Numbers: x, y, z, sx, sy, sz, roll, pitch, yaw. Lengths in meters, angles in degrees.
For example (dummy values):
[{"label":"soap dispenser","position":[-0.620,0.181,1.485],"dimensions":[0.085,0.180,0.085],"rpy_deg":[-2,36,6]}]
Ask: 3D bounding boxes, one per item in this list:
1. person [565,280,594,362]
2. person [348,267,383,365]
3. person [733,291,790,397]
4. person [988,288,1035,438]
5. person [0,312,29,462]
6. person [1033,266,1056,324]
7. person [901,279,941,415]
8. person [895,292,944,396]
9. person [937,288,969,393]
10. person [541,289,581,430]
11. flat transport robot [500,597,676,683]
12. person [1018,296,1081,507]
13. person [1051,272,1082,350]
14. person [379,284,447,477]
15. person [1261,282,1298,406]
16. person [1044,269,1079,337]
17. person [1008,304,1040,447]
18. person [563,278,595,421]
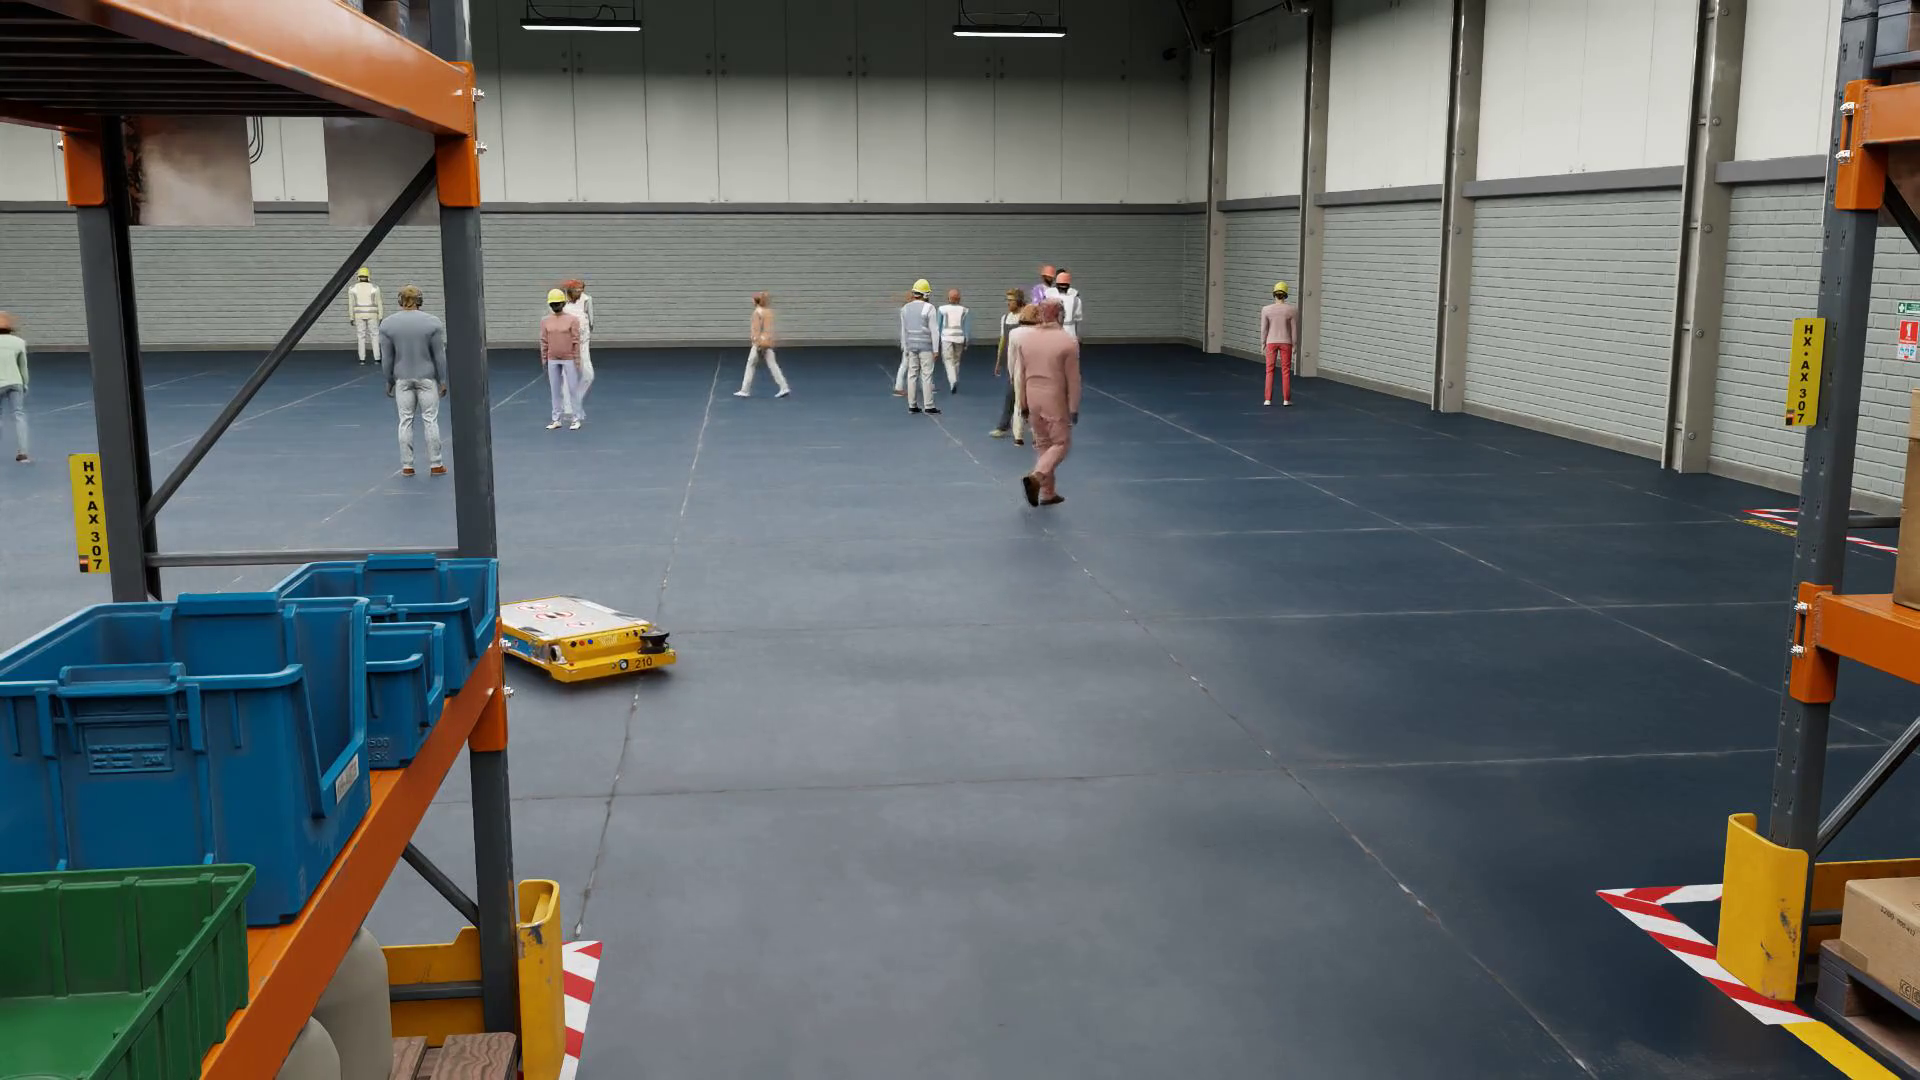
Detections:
[{"label":"person","position":[-6.924,-3.916,30.271],"dimensions":[0.509,1.629,0.315],"rpy_deg":[-1,10,-7]},{"label":"person","position":[-11.206,-4.222,31.398],"dimensions":[0.601,1.827,0.404],"rpy_deg":[-3,11,-15]},{"label":"person","position":[-2.962,-2.928,24.941],"dimensions":[0.871,1.599,0.527],"rpy_deg":[3,11,17]},{"label":"person","position":[0.711,-2.160,20.185],"dimensions":[0.960,1.806,0.524],"rpy_deg":[-9,13,-40]},{"label":"person","position":[-10.308,-1.643,17.872],"dimensions":[0.759,1.602,0.537],"rpy_deg":[7,13,35]},{"label":"person","position":[1.554,-3.980,29.961],"dimensions":[0.551,1.878,1.028],"rpy_deg":[-4,11,-21]},{"label":"person","position":[-0.513,-2.610,22.550],"dimensions":[0.590,1.833,0.404],"rpy_deg":[7,13,34]},{"label":"person","position":[-0.627,-2.971,25.158],"dimensions":[0.797,1.597,0.515],"rpy_deg":[1,10,5]},{"label":"person","position":[-0.103,-3.082,25.746],"dimensions":[0.517,1.612,0.732],"rpy_deg":[-3,11,-15]},{"label":"person","position":[-4.996,-2.253,20.802],"dimensions":[0.524,1.761,0.336],"rpy_deg":[1,10,8]},{"label":"flat transport robot","position":[-2.285,0.538,9.576],"dimensions":[0.652,0.197,1.431],"rpy_deg":[-9,13,-39]},{"label":"person","position":[0.763,-1.205,14.728],"dimensions":[0.652,1.887,0.709],"rpy_deg":[9,13,40]},{"label":"person","position":[1.538,-3.001,24.545],"dimensions":[0.560,1.896,0.984],"rpy_deg":[-1,10,-7]},{"label":"person","position":[-5.460,-1.589,16.680],"dimensions":[0.627,1.934,0.372],"rpy_deg":[-1,10,-7]},{"label":"person","position":[4.543,-2.782,23.677],"dimensions":[0.528,1.768,0.313],"rpy_deg":[3,11,14]},{"label":"person","position":[1.707,-3.603,27.899],"dimensions":[0.610,1.876,0.998],"rpy_deg":[0,10,1]},{"label":"person","position":[0.794,-1.890,19.152],"dimensions":[0.507,1.632,0.268],"rpy_deg":[5,11,25]},{"label":"person","position":[-5.045,-2.486,21.758],"dimensions":[0.421,1.869,0.558],"rpy_deg":[5,11,24]}]
